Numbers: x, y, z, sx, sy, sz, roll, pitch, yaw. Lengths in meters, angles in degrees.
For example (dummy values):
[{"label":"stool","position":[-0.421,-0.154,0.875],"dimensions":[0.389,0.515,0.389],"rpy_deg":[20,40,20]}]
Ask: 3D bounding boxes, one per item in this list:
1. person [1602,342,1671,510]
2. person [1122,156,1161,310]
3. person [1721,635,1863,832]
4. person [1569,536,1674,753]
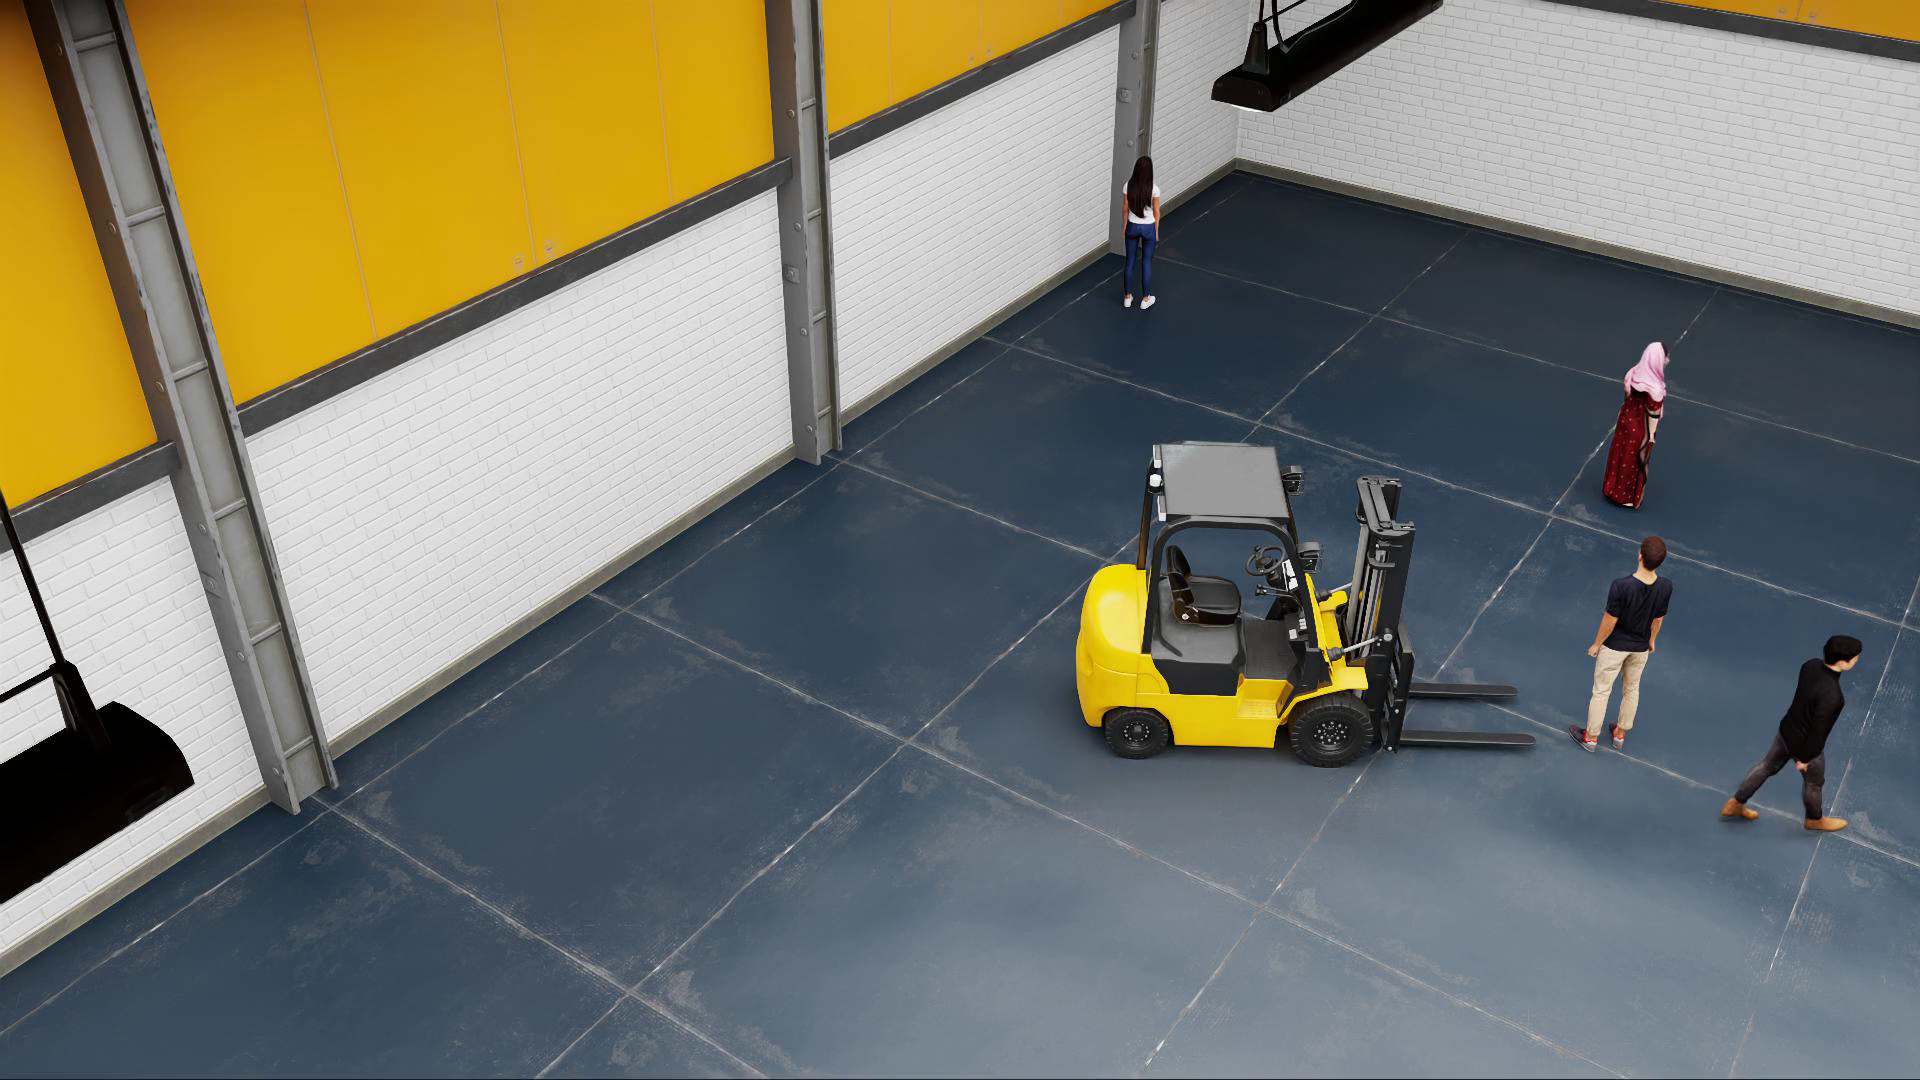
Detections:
[{"label":"person","position":[6.184,-1.058,15.169],"dimensions":[0.816,1.636,0.754],"rpy_deg":[-5,34,-8]},{"label":"person","position":[2.023,-3.445,18.636],"dimensions":[0.632,1.775,0.587],"rpy_deg":[13,36,18]},{"label":"person","position":[5.764,1.344,11.509],"dimensions":[1.084,1.688,1.123],"rpy_deg":[2,34,2]},{"label":"person","position":[4.893,0.771,12.217],"dimensions":[0.701,1.859,0.748],"rpy_deg":[-4,34,-6]}]
